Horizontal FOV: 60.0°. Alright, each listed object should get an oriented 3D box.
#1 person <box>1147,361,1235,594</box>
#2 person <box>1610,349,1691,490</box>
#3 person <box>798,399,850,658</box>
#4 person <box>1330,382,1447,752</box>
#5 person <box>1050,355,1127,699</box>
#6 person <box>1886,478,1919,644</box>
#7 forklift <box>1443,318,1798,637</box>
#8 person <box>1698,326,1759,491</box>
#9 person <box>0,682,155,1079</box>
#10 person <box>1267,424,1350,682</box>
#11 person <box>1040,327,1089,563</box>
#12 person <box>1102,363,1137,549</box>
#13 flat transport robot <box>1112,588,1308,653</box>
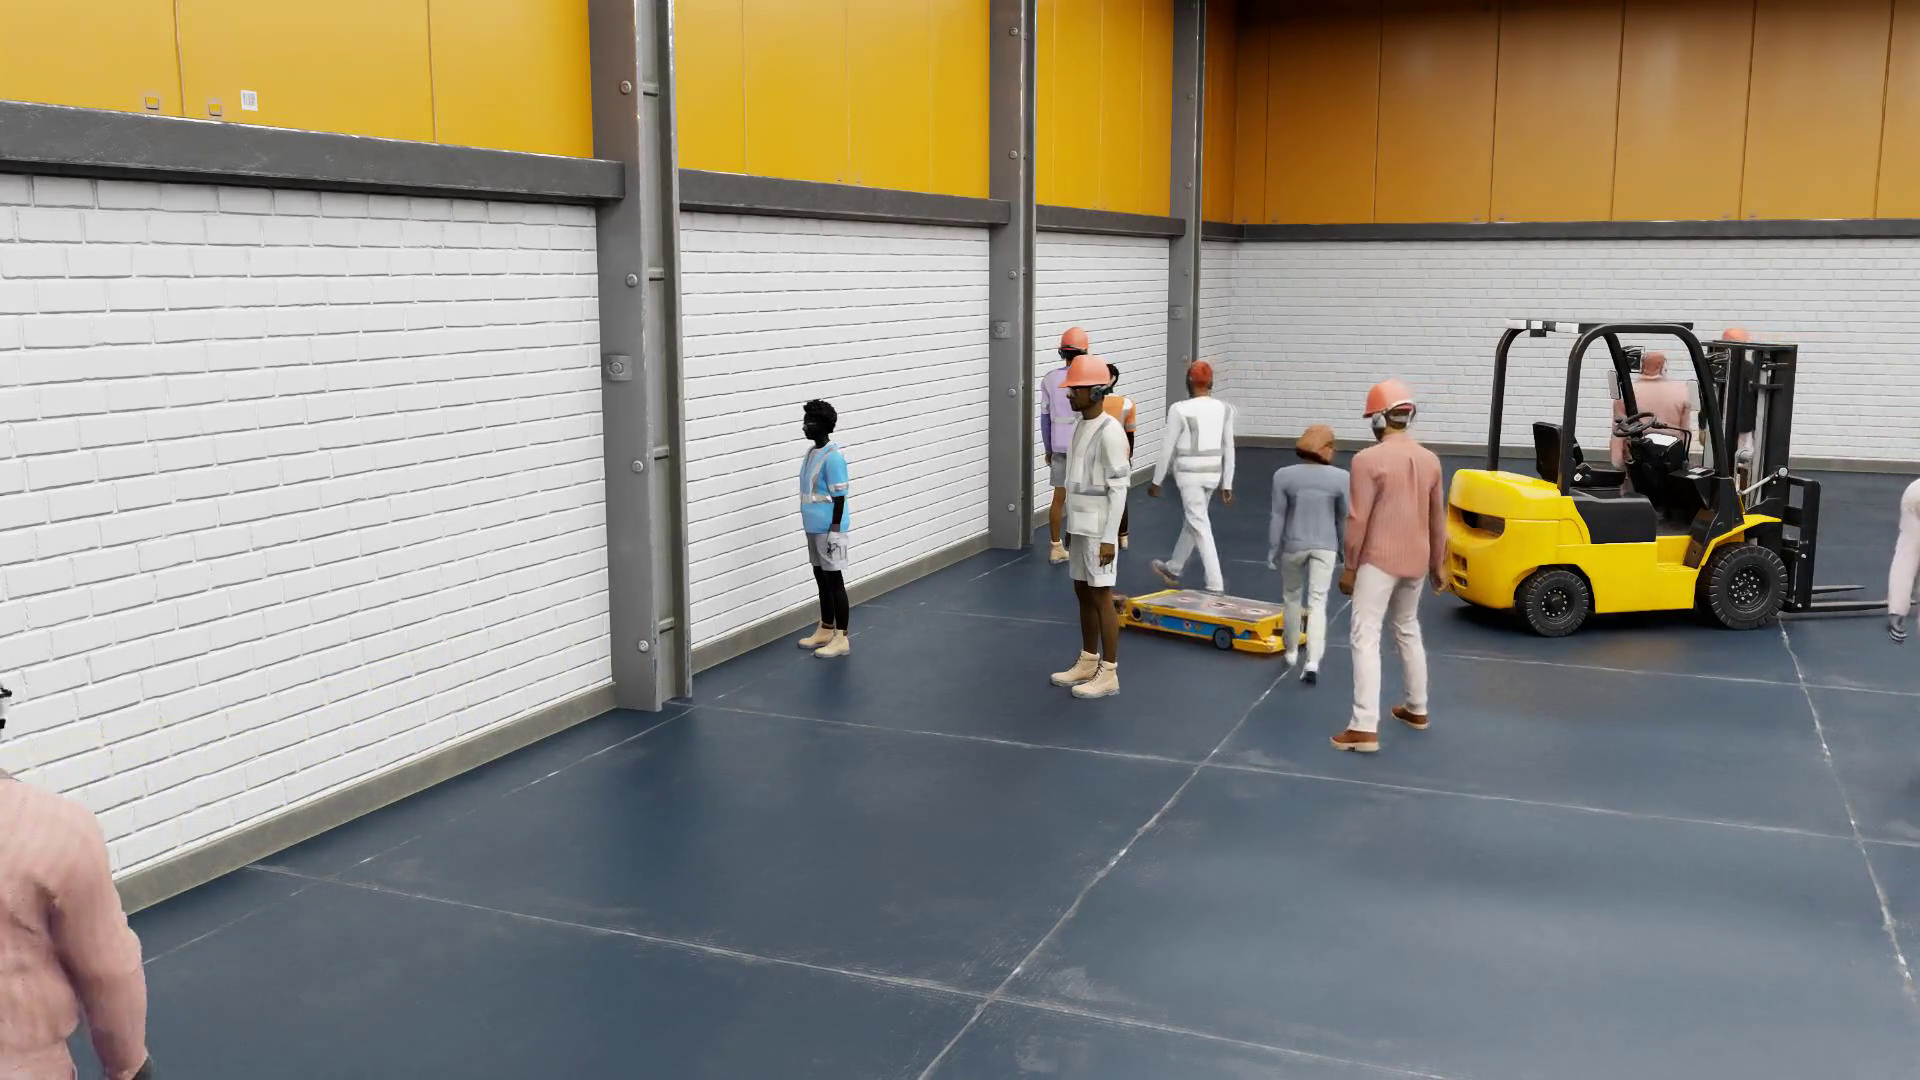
[{"bbox_3d":[1.777,-0.465,12.881,0.586,1.823,1.011,-6,11,-32],"label":"person"},{"bbox_3d":[5.893,-0.698,14.220,0.631,1.872,0.926,4,10,24],"label":"person"},{"bbox_3d":[-0.900,-0.079,10.958,0.317,1.695,0.540,-4,10,-24],"label":"person"},{"bbox_3d":[2.333,0.134,8.980,0.820,1.942,0.568,-6,11,-31],"label":"person"},{"bbox_3d":[0.760,-0.080,9.919,0.379,2.041,0.616,-3,10,-19],"label":"person"},{"bbox_3d":[4.887,0.330,8.074,0.662,1.850,0.995,6,11,34],"label":"person"},{"bbox_3d":[4.706,-0.497,11.990,2.313,2.155,1.214,-2,10,-10],"label":"forklift"},{"bbox_3d":[7.695,-1.138,16.539,0.613,1.977,0.801,0,9,1],"label":"person"},{"bbox_3d":[-1.953,1.092,3.366,0.638,1.856,0.948,0,9,3],"label":"person"},{"bbox_3d":[2.189,0.066,10.409,0.513,1.585,0.829,2,10,11],"label":"person"},{"bbox_3d":[0.976,-0.797,14.245,0.615,2.047,0.357,8,12,39],"label":"person"},{"bbox_3d":[1.333,-0.749,15.052,0.532,1.691,0.321,-1,9,-3],"label":"person"},{"bbox_3d":[1.743,0.537,11.536,1.431,0.197,0.652,9,13,43],"label":"flat transport robot"}]
